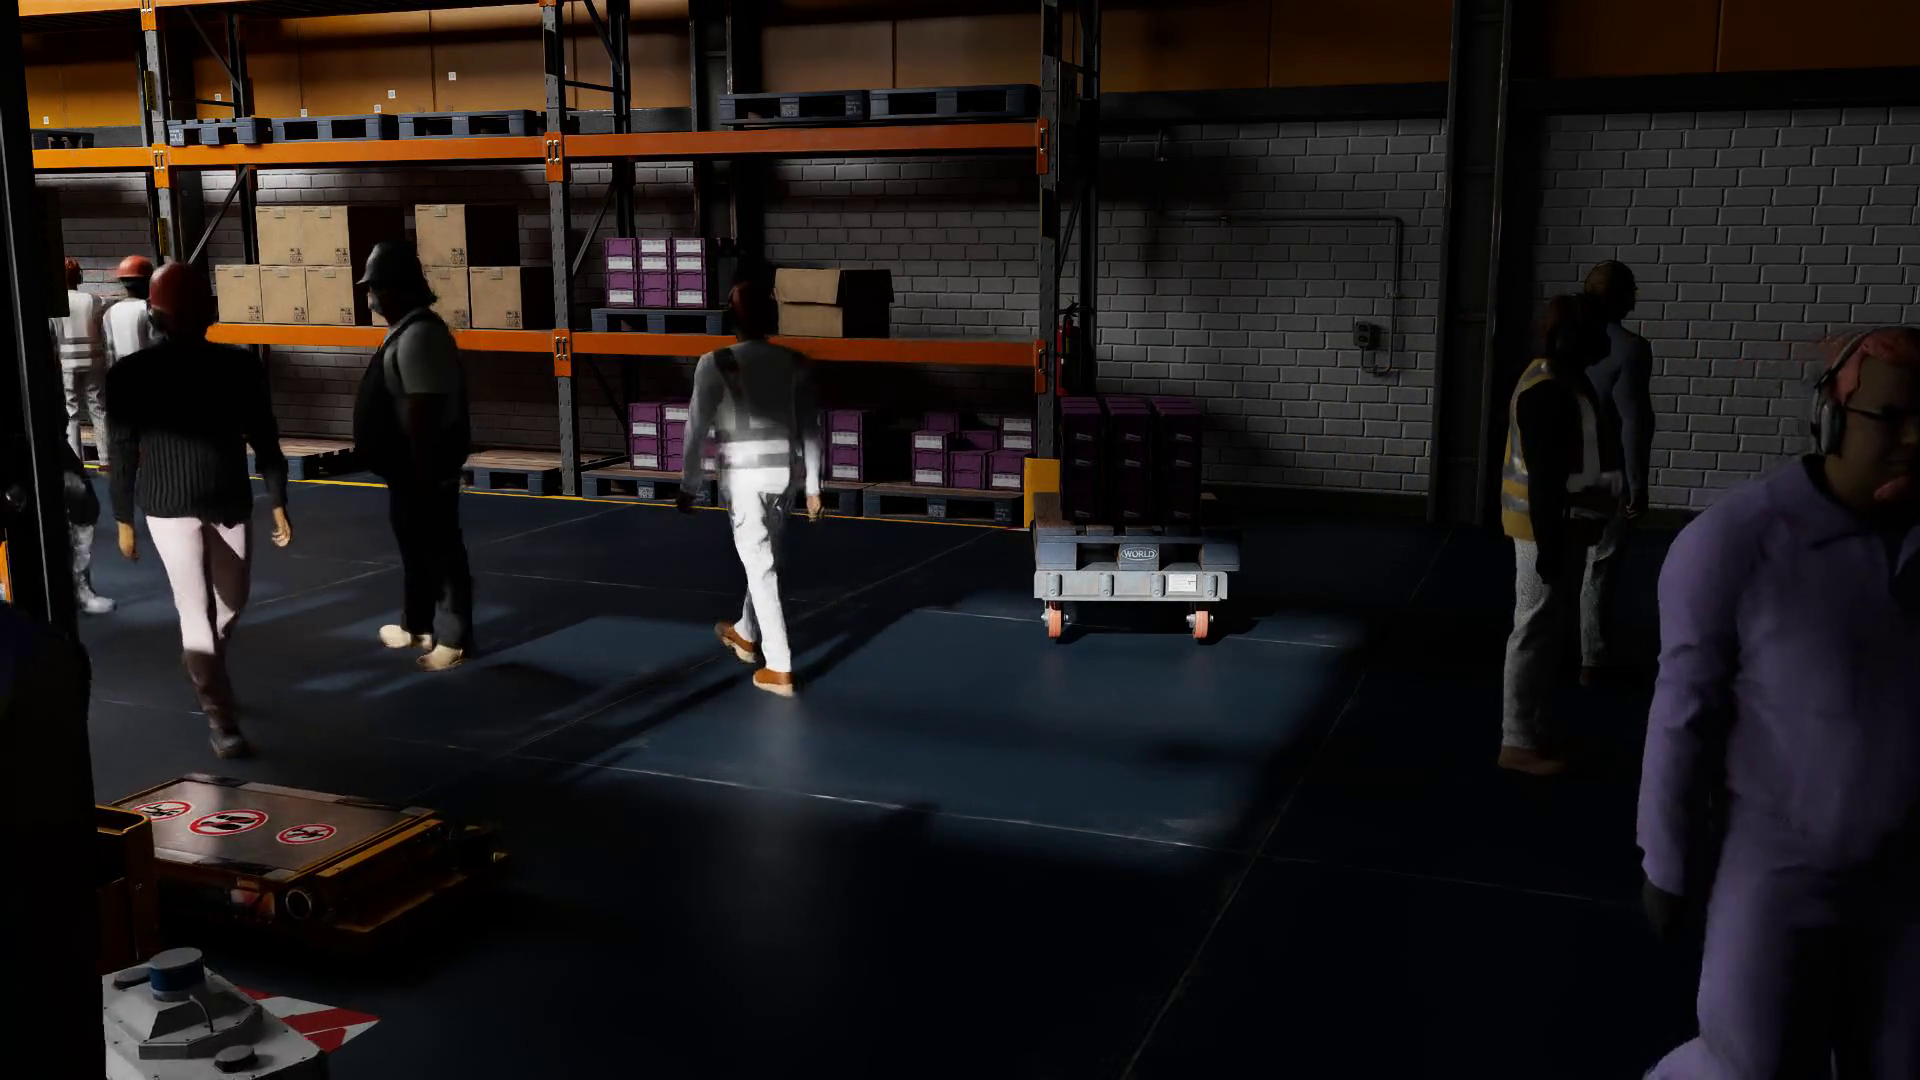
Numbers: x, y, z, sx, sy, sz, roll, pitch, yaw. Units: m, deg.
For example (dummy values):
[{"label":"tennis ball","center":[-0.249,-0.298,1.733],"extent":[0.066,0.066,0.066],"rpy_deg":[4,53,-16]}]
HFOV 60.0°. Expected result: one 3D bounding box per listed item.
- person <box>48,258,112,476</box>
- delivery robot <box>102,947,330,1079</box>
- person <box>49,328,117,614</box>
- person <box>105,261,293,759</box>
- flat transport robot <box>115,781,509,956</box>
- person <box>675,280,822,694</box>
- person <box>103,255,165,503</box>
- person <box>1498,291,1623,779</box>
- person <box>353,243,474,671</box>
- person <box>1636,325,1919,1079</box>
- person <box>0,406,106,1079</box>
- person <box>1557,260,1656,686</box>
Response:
[{"label":"person","center":[-7.566,-1.464,14.252],"extent":[0.337,1.882,0.585],"rpy_deg":[10,14,43]},{"label":"delivery robot","center":[-1.608,1.092,3.455],"extent":[0.707,0.478,0.477],"rpy_deg":[10,14,42]},{"label":"person","center":[-4.805,-0.502,8.760],"extent":[0.643,1.926,0.654],"rpy_deg":[0,10,1]},{"label":"person","center":[-3.110,-0.154,6.772],"extent":[0.637,1.956,0.947],"rpy_deg":[-8,13,-39]},{"label":"flat transport robot","center":[-2.195,0.974,5.164],"extent":[1.431,0.197,0.652],"rpy_deg":[4,11,21]},{"label":"person","center":[-0.992,-0.262,7.674],"extent":[0.587,1.836,0.946],"rpy_deg":[-8,13,-38]},{"label":"person","center":[-5.975,-1.130,12.270],"extent":[0.595,1.926,0.469],"rpy_deg":[4,11,20]},{"label":"person","center":[2.294,-0.027,6.374],"extent":[0.429,1.841,0.633],"rpy_deg":[5,11,25]},{"label":"person","center":[-2.628,-0.419,7.995],"extent":[0.534,2.000,0.735],"rpy_deg":[-3,11,-18]},{"label":"person","center":[1.548,0.555,3.004],"extent":[0.656,1.891,0.655],"rpy_deg":[0,10,0]},{"label":"person","center":[-1.488,0.698,2.399],"extent":[0.593,1.822,0.664],"rpy_deg":[4,11,21]},{"label":"person","center":[2.925,-0.302,7.622],"extent":[0.361,1.939,0.635],"rpy_deg":[-3,11,-19]}]
